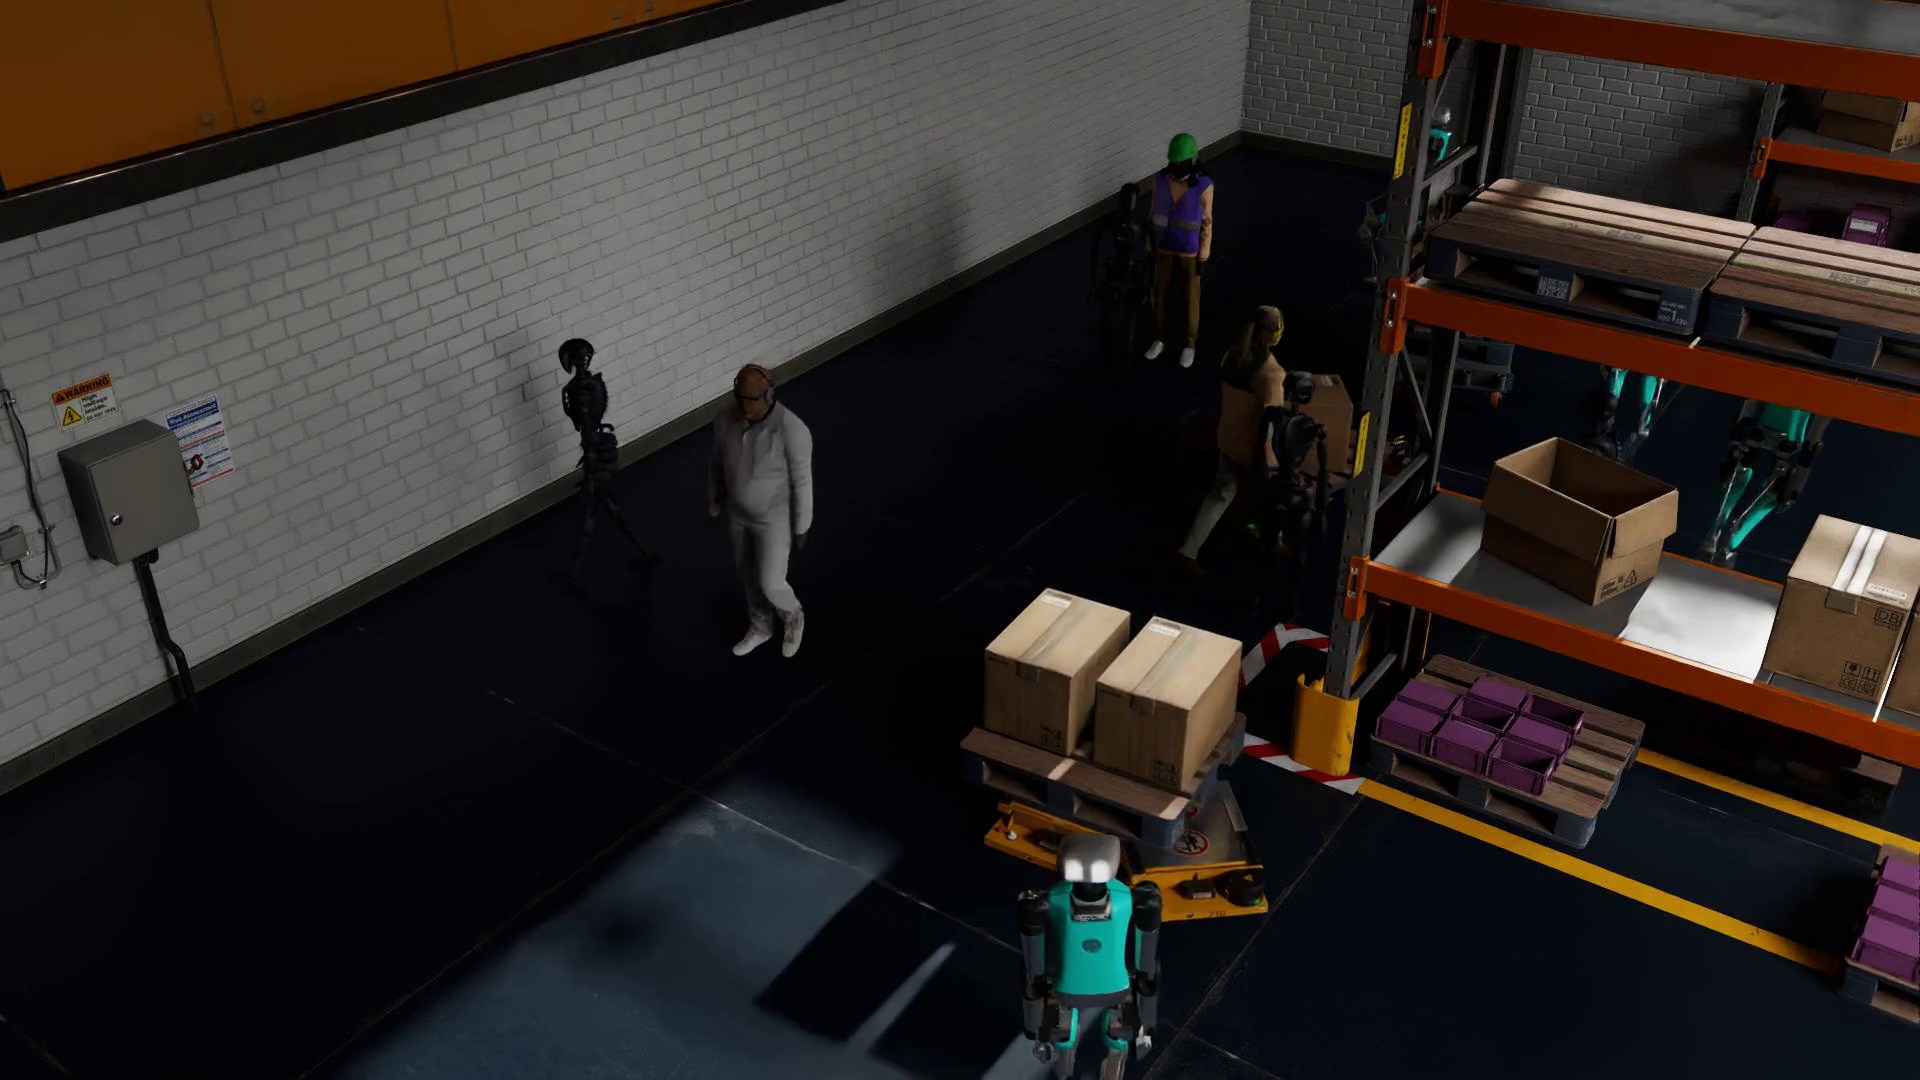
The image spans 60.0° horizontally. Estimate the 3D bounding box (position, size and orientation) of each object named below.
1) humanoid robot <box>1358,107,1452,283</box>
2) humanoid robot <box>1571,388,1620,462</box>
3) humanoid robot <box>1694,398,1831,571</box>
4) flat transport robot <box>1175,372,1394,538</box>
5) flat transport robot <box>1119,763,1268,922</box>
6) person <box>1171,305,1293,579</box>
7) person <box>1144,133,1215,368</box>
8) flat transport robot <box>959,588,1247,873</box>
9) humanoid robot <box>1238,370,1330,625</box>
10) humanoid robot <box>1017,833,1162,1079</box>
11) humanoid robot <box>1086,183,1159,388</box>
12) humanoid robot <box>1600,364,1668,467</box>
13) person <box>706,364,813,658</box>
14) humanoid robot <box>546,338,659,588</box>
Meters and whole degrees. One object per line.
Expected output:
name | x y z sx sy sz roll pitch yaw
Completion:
humanoid robot | 3.916 -2.968 14.717 0.982 1.745 0.554 7 31 13
humanoid robot | 3.734 -0.103 9.826 0.466 1.636 0.585 17 34 27
humanoid robot | 4.774 -0.300 10.102 0.868 1.781 0.574 -26 39 -37
flat transport robot | 2.327 -0.423 11.774 1.431 0.231 0.659 -23 37 -34
flat transport robot | 1.084 1.411 8.592 0.659 0.231 1.431 -3 30 -6
person | 1.797 -0.613 10.541 0.942 1.831 0.560 -20 35 -30
person | 1.771 -2.363 13.488 0.540 1.922 0.435 14 33 23
flat transport robot | 0.758 1.268 8.840 0.659 0.231 1.431 16 34 26
humanoid robot | 1.960 -0.227 10.047 0.382 1.668 0.590 -24 38 -35
humanoid robot | 0.485 1.743 6.609 0.558 1.842 0.849 0 30 0
humanoid robot | 1.277 -2.006 13.109 0.585 1.648 0.327 8 31 14
humanoid robot | 4.748 -1.148 11.636 0.552 1.847 0.792 9 31 15
person | -1.172 -0.154 9.685 0.680 1.895 0.430 19 35 29
humanoid robot | -2.334 -0.515 10.573 0.735 1.619 0.583 -6 31 -11
